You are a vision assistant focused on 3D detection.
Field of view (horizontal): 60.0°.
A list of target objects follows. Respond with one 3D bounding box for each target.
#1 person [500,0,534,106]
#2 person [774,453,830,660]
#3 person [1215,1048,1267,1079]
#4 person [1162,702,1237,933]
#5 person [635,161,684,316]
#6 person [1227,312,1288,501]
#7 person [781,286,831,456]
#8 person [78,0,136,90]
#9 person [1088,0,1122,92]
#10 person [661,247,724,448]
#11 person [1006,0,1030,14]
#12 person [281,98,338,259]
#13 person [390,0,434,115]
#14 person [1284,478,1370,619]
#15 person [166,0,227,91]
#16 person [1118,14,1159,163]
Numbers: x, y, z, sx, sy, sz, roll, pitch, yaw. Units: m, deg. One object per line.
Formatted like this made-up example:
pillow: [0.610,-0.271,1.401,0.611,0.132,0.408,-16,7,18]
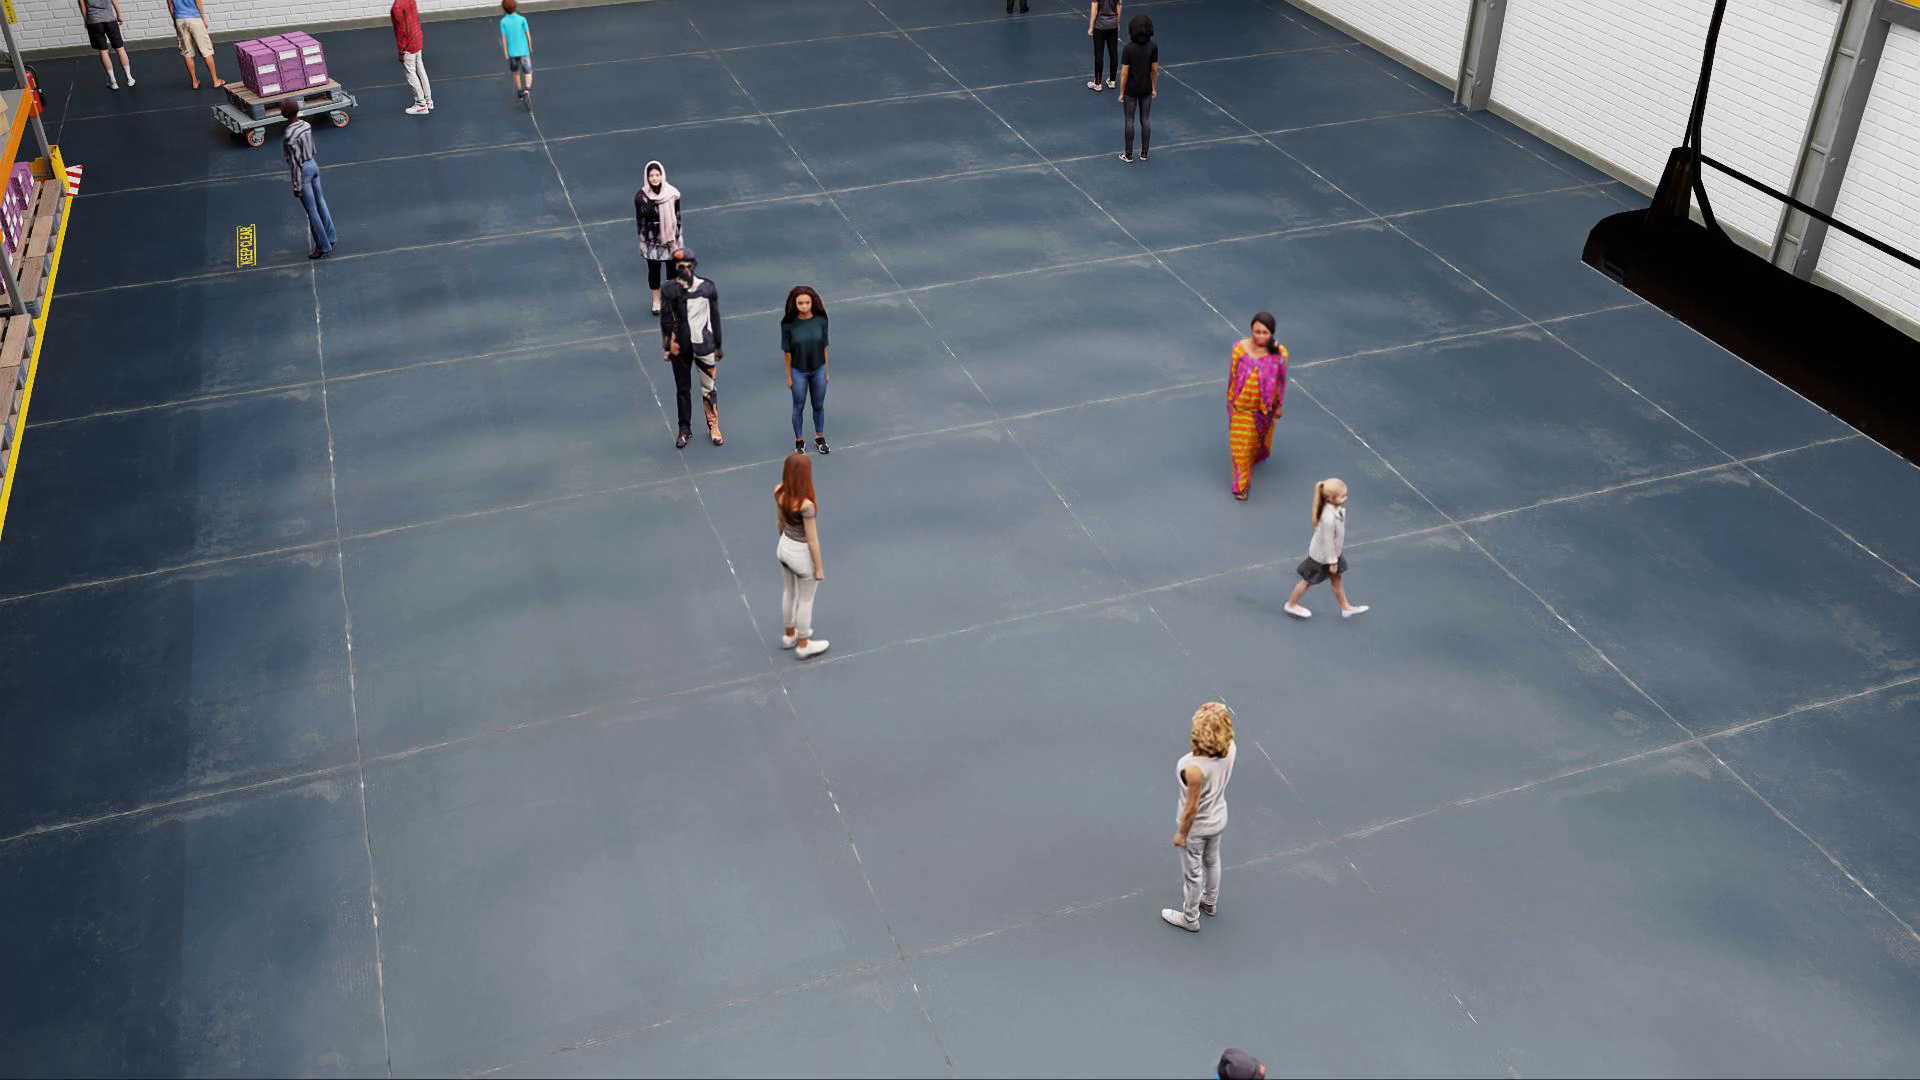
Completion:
person: [-6.029,-6.660,22.690,0.617,1.434,0.887,-6,34,-9]
person: [-1.202,0.122,12.231,0.723,1.716,0.598,-28,43,-36]
person: [1.210,3.014,7.810,0.750,1.794,0.621,4,34,6]
person: [1.453,1.657,9.963,0.690,1.670,0.688,26,42,34]
person: [-3.095,-3.144,17.218,0.619,1.636,0.602,-12,35,-17]
person: [2.547,-1.229,14.306,0.979,1.670,1.191,4,34,7]
person: [-1.358,-1.514,14.782,0.598,1.617,0.591,-10,35,-14]
person: [-11.973,-7.254,23.189,0.709,1.871,0.629,-21,39,-28]
person: [2.022,-7.163,23.150,0.651,1.763,0.543,-14,36,-20]
person: [-2.387,-1.734,14.865,0.739,1.893,0.680,-3,34,-4]
person: [0.906,-9.267,26.277,0.757,1.805,0.712,3,34,5]
person: [-7.211,-4.000,18.361,0.759,1.796,0.617,3,34,4]
person: [-7.399,-6.674,22.363,0.814,1.819,0.695,6,34,10]
person: [2.727,0.082,12.718,0.895,1.244,0.866,11,35,17]
person: [-10.748,-7.237,23.170,0.706,1.863,0.651,-4,34,-6]
person: [2.226,-5.657,20.819,0.667,1.835,0.552,-7,34,-10]
